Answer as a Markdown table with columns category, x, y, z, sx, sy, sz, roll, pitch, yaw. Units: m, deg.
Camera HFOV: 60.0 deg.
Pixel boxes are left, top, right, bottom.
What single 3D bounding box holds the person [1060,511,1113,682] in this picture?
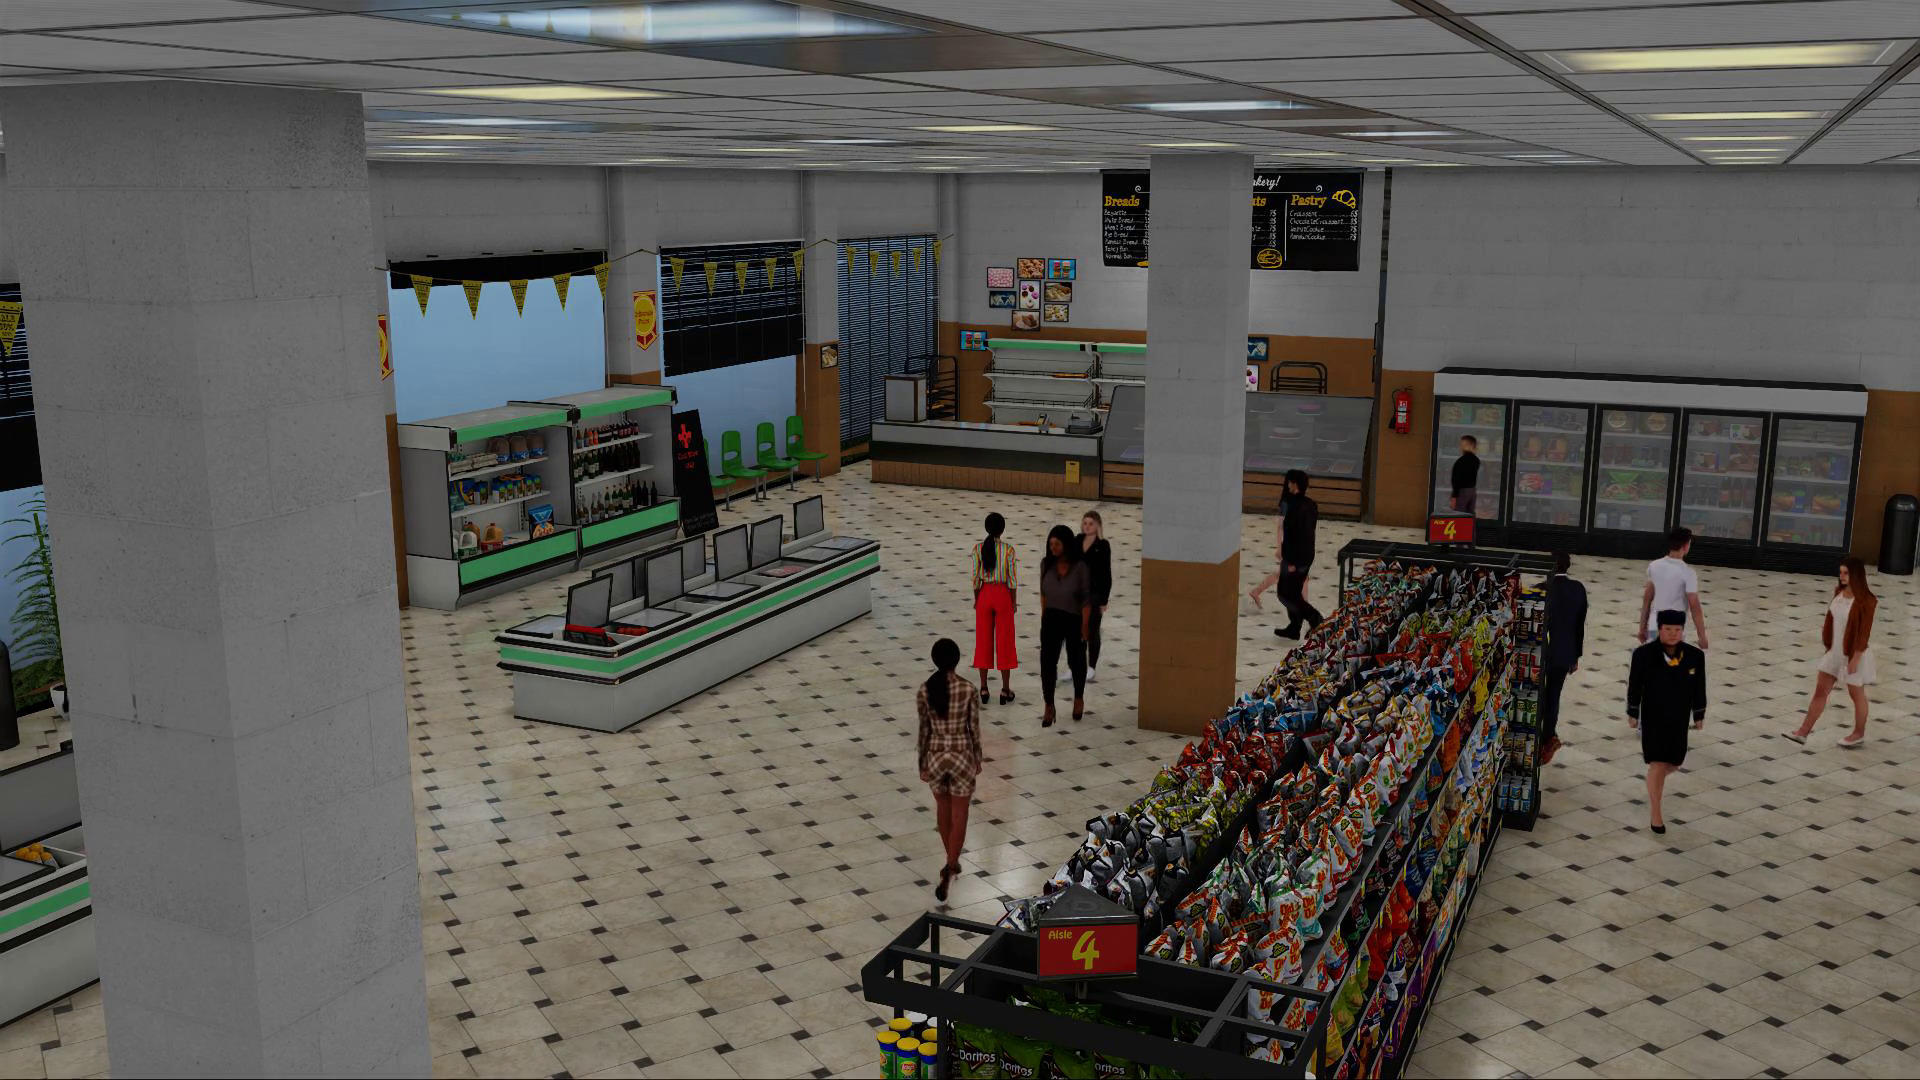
| category | x | y | z | sx | sy | sz | roll | pitch | yaw |
| --- | --- | --- | --- | --- | --- | --- | --- | --- | --- |
| person | 1.290 | 0.533 | 16.147 | 0.685 | 1.676 | 0.746 | 7 | 14 | 32 |

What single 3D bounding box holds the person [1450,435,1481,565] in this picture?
| category | x | y | z | sx | sy | sz | roll | pitch | yaw |
| --- | --- | --- | --- | --- | --- | --- | --- | --- | --- |
| person | 6.404 | -0.498 | 21.066 | 0.604 | 1.667 | 0.736 | -10 | 15 | -39 |

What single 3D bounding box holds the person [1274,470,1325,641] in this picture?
| category | x | y | z | sx | sy | sz | roll | pitch | yaw |
| --- | --- | --- | --- | --- | --- | --- | --- | --- | --- |
| person | 3.613 | 0.199 | 17.386 | 0.825 | 1.820 | 0.815 | 7 | 14 | 30 |

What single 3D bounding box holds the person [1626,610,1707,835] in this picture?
| category | x | y | z | sx | sy | sz | roll | pitch | yaw |
| --- | --- | --- | --- | --- | --- | --- | --- | --- | --- |
| person | 5.273 | 1.323 | 12.441 | 0.842 | 1.656 | 1.033 | 3 | 12 | 12 |

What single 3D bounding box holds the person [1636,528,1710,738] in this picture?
| category | x | y | z | sx | sy | sz | roll | pitch | yaw |
| --- | --- | --- | --- | --- | --- | --- | --- | --- | --- |
| person | 6.055 | 0.826 | 14.407 | 1.095 | 1.820 | 1.039 | -4 | 12 | -17 |

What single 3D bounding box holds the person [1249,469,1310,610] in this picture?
| category | x | y | z | sx | sy | sz | roll | pitch | yaw |
| --- | --- | --- | --- | --- | --- | --- | --- | --- | --- |
| person | 3.602 | 0.052 | 18.449 | 0.750 | 1.669 | 1.077 | 7 | 14 | 31 |

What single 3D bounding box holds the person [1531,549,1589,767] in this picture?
| category | x | y | z | sx | sy | sz | roll | pitch | yaw |
| --- | --- | --- | --- | --- | --- | --- | --- | --- | --- |
| person | 4.879 | 0.992 | 13.654 | 0.972 | 1.804 | 1.072 | -2 | 12 | -9 |

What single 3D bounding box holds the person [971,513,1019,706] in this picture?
| category | x | y | z | sx | sy | sz | roll | pitch | yaw |
| --- | --- | --- | --- | --- | --- | --- | --- | --- | --- |
| person | 0.319 | 0.628 | 15.412 | 0.642 | 1.792 | 0.599 | 3 | 12 | 13 |

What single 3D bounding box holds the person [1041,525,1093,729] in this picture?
| category | x | y | z | sx | sy | sz | roll | pitch | yaw |
| --- | --- | --- | --- | --- | --- | --- | --- | --- | --- |
| person | 0.968 | 0.743 | 14.830 | 0.715 | 1.807 | 0.876 | 3 | 12 | 14 |

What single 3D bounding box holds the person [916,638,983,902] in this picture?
| category | x | y | z | sx | sy | sz | roll | pitch | yaw |
| --- | --- | --- | --- | --- | --- | --- | --- | --- | --- |
| person | -0.068 | 1.555 | 11.076 | 0.779 | 1.766 | 1.120 | 2 | 12 | 8 |

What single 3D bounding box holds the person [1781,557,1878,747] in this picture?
| category | x | y | z | sx | sy | sz | roll | pitch | yaw |
| --- | --- | --- | --- | --- | --- | --- | --- | --- | --- |
| person | 7.595 | 0.969 | 14.078 | 1.093 | 1.676 | 1.048 | -3 | 12 | -16 |
